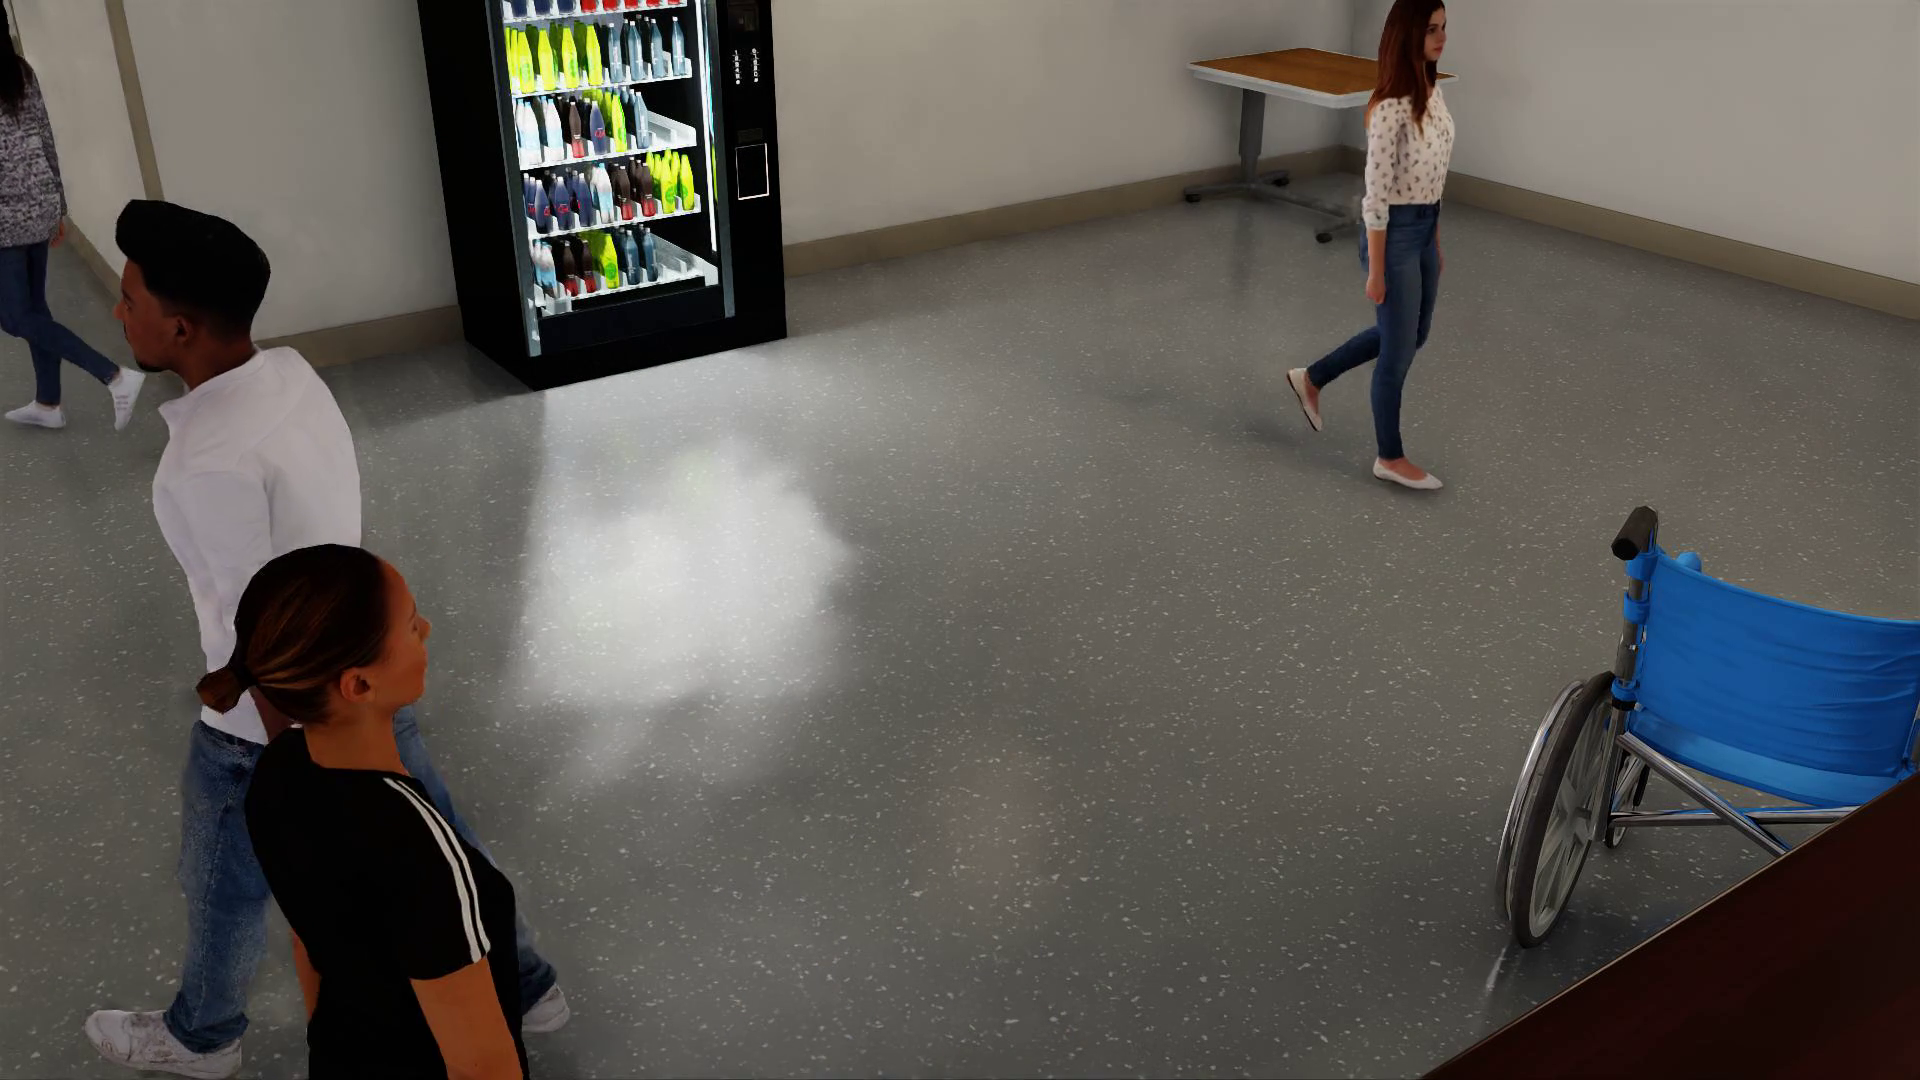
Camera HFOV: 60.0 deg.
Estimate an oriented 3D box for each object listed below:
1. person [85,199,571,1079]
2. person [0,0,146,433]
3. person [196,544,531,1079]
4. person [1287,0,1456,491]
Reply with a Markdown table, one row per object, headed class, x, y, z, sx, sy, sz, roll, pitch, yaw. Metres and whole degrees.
| class | x | y | z | sx | sy | sz | roll | pitch | yaw |
| --- | --- | --- | --- | --- | --- | --- | --- | --- | --- |
| person | -1.127 | 0.274 | 3.071 | 1.223 | 1.774 | 1.105 | 2 | 26 | 4 |
| person | -3.436 | -1.175 | 6.142 | 1.051 | 1.717 | 0.997 | 5 | 26 | 11 |
| person | -0.762 | 0.803 | 2.133 | 1.115 | 1.636 | 0.668 | -21 | 33 | -37 |
| person | 1.491 | -1.048 | 5.876 | 0.802 | 1.718 | 0.928 | 20 | 32 | 35 |
